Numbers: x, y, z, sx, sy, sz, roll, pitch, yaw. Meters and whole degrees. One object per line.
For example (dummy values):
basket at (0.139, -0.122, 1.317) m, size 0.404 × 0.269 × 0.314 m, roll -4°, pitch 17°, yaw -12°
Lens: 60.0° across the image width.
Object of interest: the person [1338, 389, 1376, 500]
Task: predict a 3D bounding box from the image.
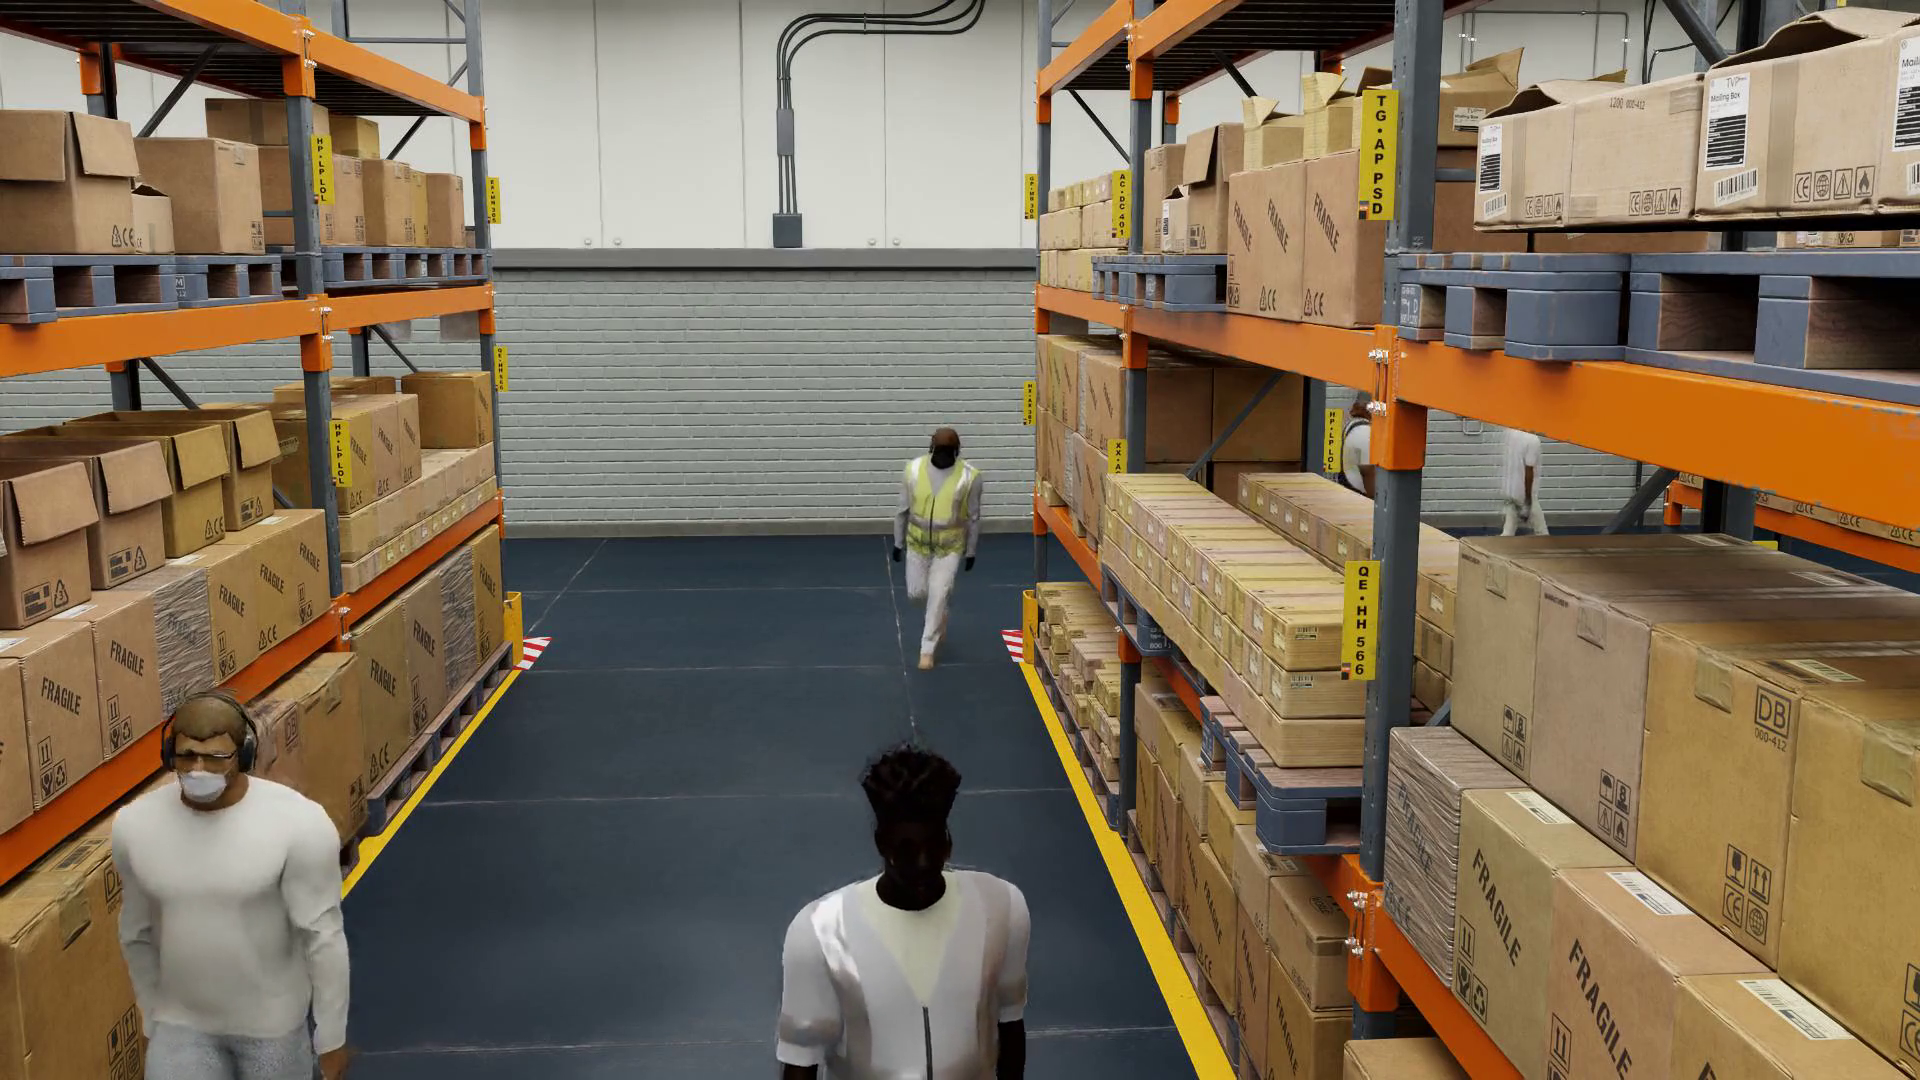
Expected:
person at (3.344, -0.345, 13.973) m, size 0.741 × 2.000 × 0.694 m, roll 1°, pitch 10°, yaw 4°

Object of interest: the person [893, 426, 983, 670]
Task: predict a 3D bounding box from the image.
person at (-0.156, 0.029, 12.452) m, size 0.668 × 1.810 × 0.665 m, roll 2°, pitch 10°, yaw 12°

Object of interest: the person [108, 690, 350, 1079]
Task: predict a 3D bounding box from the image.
person at (-2.001, 1.310, 4.671) m, size 0.637 × 1.905 × 0.983 m, roll 0°, pitch 10°, yaw -1°

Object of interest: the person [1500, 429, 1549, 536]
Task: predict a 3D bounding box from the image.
person at (5.015, -0.397, 14.908) m, size 0.921 × 1.834 × 0.515 m, roll -2°, pitch 10°, yaw -11°

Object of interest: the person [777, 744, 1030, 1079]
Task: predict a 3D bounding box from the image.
person at (-0.099, 1.434, 3.842) m, size 0.635 × 1.915 × 0.983 m, roll -2°, pitch 10°, yaw -13°
